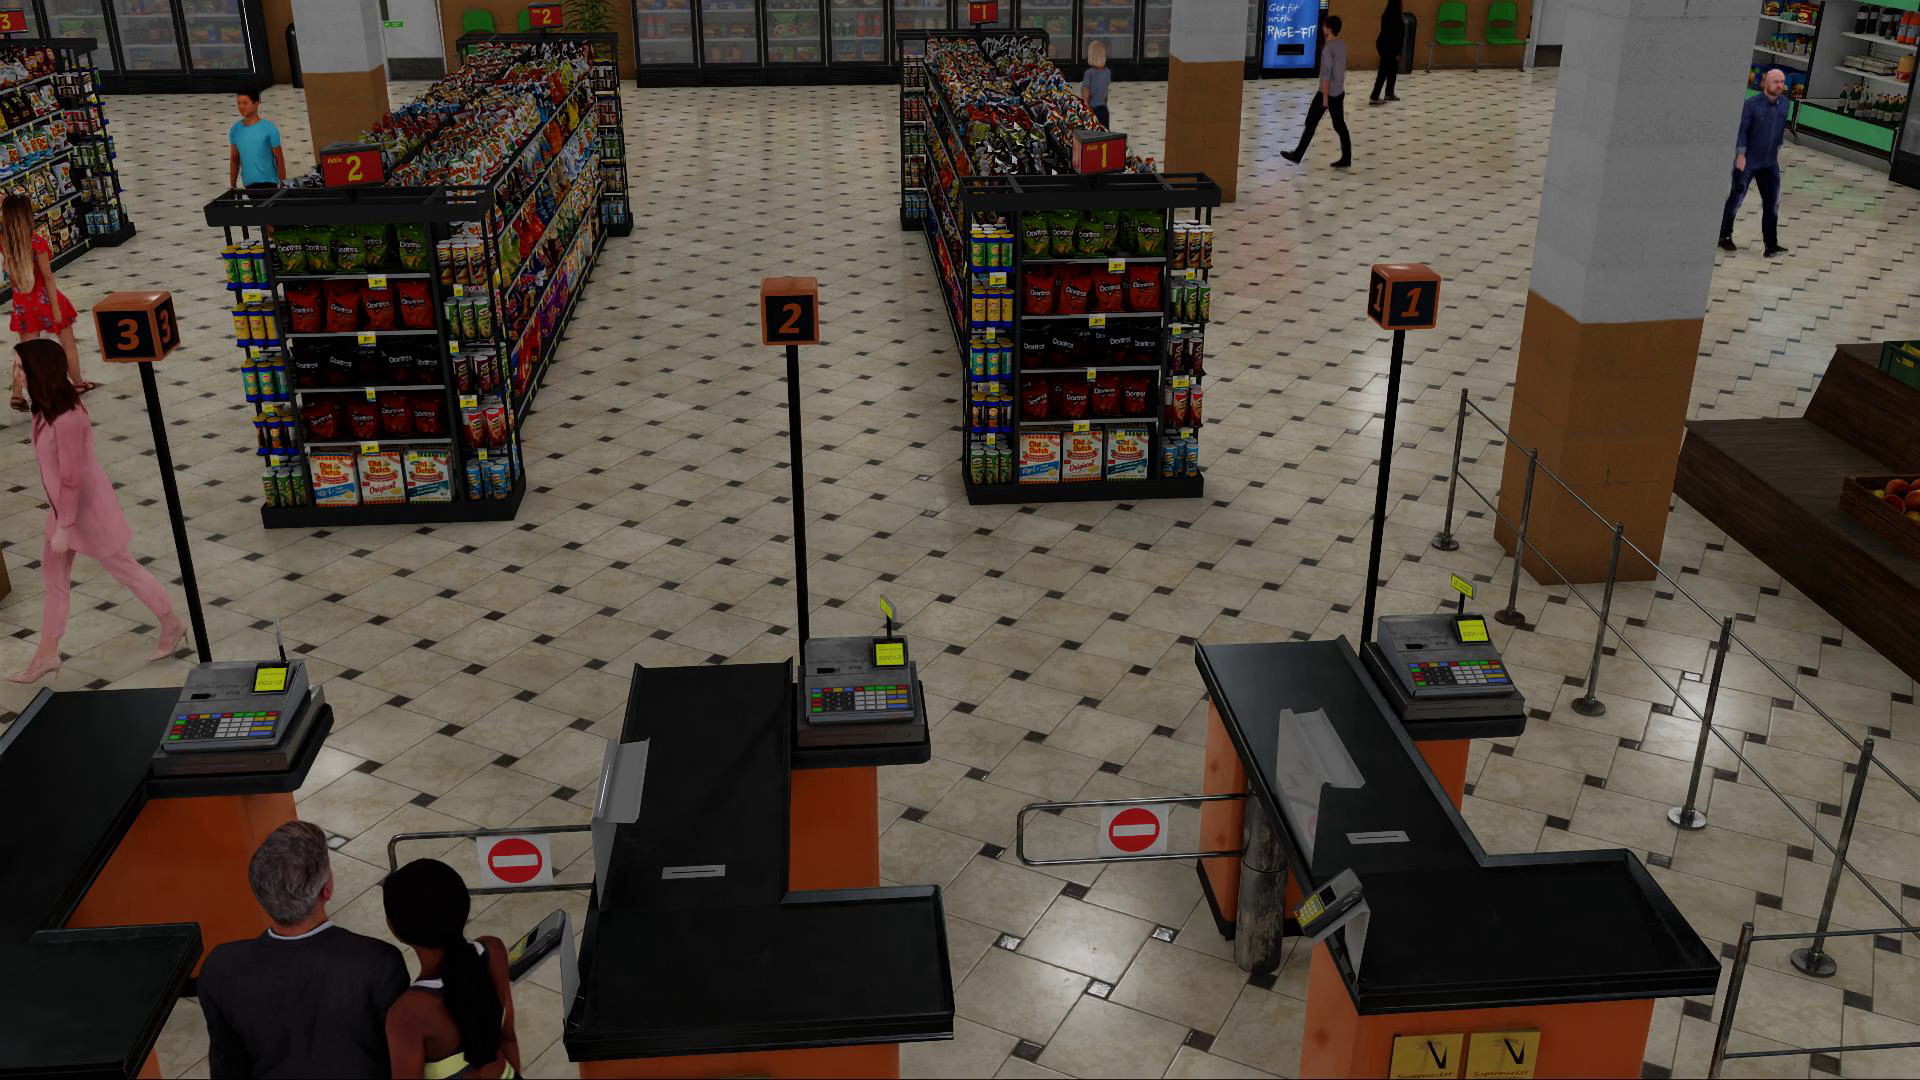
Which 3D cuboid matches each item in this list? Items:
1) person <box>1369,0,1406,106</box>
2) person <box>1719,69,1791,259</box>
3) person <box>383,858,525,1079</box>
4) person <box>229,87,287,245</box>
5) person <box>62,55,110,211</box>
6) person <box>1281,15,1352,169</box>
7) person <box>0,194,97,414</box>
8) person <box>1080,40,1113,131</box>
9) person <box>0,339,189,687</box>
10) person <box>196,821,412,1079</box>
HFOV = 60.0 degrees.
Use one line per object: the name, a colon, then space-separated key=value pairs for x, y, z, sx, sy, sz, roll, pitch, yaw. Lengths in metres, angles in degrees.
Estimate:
person: x=6.330 y=-7.321 z=24.887 sx=0.740 sy=1.595 sz=0.700 roll=-3 pitch=24 yaw=-8
person: x=7.790 y=-3.702 z=16.374 sx=0.797 sy=1.791 sz=1.083 roll=-4 pitch=24 yaw=-9
person: x=-1.235 y=1.591 z=4.330 sx=0.725 sy=1.749 sz=0.655 roll=16 pitch=28 yaw=32
person: x=-6.500 y=-3.338 z=15.583 sx=0.763 sy=1.757 sz=0.850 roll=7 pitch=24 yaw=15
person: x=-9.448 y=-4.235 z=17.632 sx=0.763 sy=1.757 sz=0.658 roll=4 pitch=24 yaw=9
person: x=4.598 y=-5.418 z=20.275 sx=1.186 sy=1.806 sz=1.119 roll=20 pitch=30 yaw=38
person: x=-6.737 y=-1.671 z=12.026 sx=0.753 sy=1.555 sz=1.106 roll=4 pitch=24 yaw=9
person: x=1.596 y=-4.781 z=18.951 sx=0.869 sy=1.701 sz=0.978 roll=-17 pitch=29 yaw=-34
person: x=-4.240 y=-0.125 z=8.248 sx=1.113 sy=1.752 sz=1.130 roll=-20 pitch=31 yaw=-38
person: x=-1.619 y=1.530 z=4.352 sx=0.721 sy=1.841 sz=0.576 roll=-1 pitch=24 yaw=-3
